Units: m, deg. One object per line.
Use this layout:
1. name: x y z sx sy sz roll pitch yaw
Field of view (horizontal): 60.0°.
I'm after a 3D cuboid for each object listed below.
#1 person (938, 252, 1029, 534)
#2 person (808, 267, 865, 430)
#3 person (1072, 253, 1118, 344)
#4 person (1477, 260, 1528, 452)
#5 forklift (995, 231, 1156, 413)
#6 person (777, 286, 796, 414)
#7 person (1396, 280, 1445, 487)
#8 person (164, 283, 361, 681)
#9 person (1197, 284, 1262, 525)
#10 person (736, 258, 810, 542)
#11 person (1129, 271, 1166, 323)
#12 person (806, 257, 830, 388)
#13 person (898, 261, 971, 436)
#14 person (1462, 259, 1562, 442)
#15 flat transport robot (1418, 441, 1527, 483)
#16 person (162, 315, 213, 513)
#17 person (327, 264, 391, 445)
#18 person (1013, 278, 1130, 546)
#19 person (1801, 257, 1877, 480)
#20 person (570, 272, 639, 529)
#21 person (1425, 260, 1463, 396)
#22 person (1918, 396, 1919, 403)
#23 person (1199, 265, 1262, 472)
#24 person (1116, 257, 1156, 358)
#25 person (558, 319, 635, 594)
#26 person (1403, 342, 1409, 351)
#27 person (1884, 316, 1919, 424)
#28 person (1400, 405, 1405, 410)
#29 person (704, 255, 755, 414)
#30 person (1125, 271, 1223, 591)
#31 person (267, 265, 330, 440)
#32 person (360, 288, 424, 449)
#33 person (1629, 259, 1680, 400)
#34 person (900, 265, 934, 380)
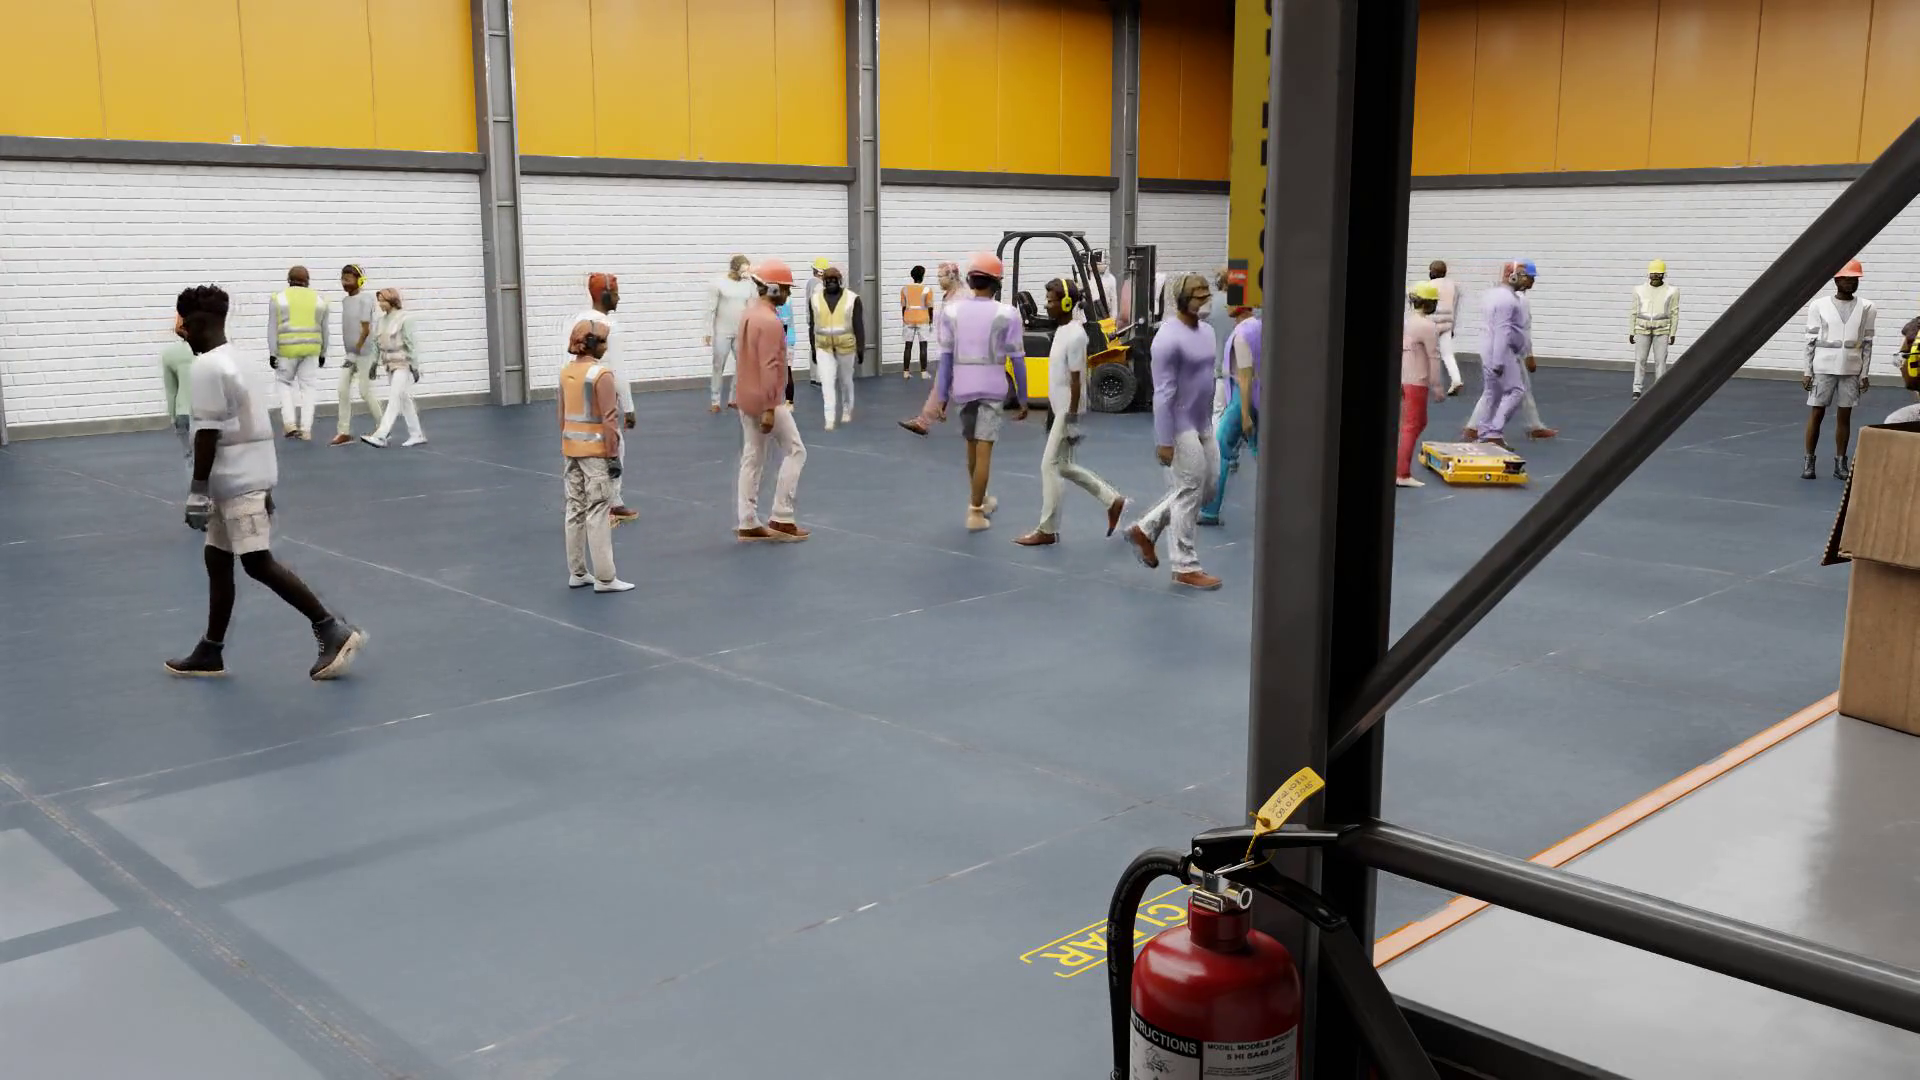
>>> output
1. person: 0.207 -1.086 12.171 0.632 2.000 0.961 4 11 22
2. person: -1.374 -2.157 18.625 0.638 1.805 0.958 0 10 3
3. person: 1.990 -3.230 24.214 0.685 1.870 0.696 -2 11 -13
4. person: 5.359 -1.797 16.377 0.483 1.886 0.685 1 10 7
5. forklift: 1.222 -2.721 20.561 2.313 2.155 1.214 2 11 13
6. person: -2.116 -2.349 19.887 0.318 1.698 0.534 -1 10 -6
7. person: 3.870 -1.310 14.076 0.404 1.753 0.536 -2 11 -11
8. person: -3.397 -0.274 8.016 0.913 1.919 0.643 -2 11 -9
9. person: 2.122 -0.980 12.105 0.923 1.812 0.563 5 12 26
10. person: -1.297 -0.961 11.573 0.640 1.965 0.618 -6 12 -31
11. person: 2.759 -3.328 24.664 0.599 1.904 0.458 -2 11 -13
12. person: -1.960 -3.051 23.385 0.404 1.829 0.613 -3 11 -17
13. person: -0.140 -1.965 17.369 1.023 1.848 0.655 -2 10 -8
14. person: 5.678 -1.925 17.054 1.022 1.890 0.639 2 11 8
15. flat transport robot: 4.548 -0.705 14.818 0.652 0.197 1.431 1 10 5
16. person: -5.535 -0.899 12.163 0.520 1.620 0.341 1 10 5
17. person: -6.130 -1.878 16.942 0.516 1.843 0.643 7 13 35
18. person: 0.770 -0.869 11.429 0.757 1.842 0.518 0 10 -1
19. person: 7.669 -1.490 14.537 0.546 1.942 0.346 3 11 15
20. person: -2.525 -1.005 12.100 0.698 1.859 0.620 -9 13 -39
21. person: 6.406 -2.837 22.241 0.628 1.809 0.914 -4 11 -21
22. person: 8.513 -1.315 14.285 0.507 1.683 0.941 10 14 44
23. person: 2.344 -1.473 14.645 0.639 1.878 1.074 2 11 13
24. person: 2.264 -2.837 22.041 0.522 1.891 0.695 -4 11 -22
25. person: -2.216 -0.500 9.969 0.515 1.639 0.314 10 14 43
26. person: 1.409 0.073 6.044 0.379 1.931 0.548 4 11 23
27. person: 3.450 0.125 5.975 0.504 1.860 0.320 -4 11 -21
28. person: 4.915 -2.305 19.958 0.806 1.590 0.533 9 14 41
29. person: -2.772 -2.464 19.995 0.692 1.902 0.422 -8 13 -38
30. person: 1.320 -0.663 10.088 0.619 1.918 0.640 7 13 34
31. person: -6.936 -1.959 17.434 0.646 1.821 0.500 -8 13 -37
32. person: -5.701 -1.693 16.572 0.540 1.593 0.863 8 13 37
33. person: 8.958 -2.707 21.495 0.593 1.825 0.403 6 12 29
34. person: -0.635 -3.221 24.677 0.529 1.690 0.321 3 11 18
